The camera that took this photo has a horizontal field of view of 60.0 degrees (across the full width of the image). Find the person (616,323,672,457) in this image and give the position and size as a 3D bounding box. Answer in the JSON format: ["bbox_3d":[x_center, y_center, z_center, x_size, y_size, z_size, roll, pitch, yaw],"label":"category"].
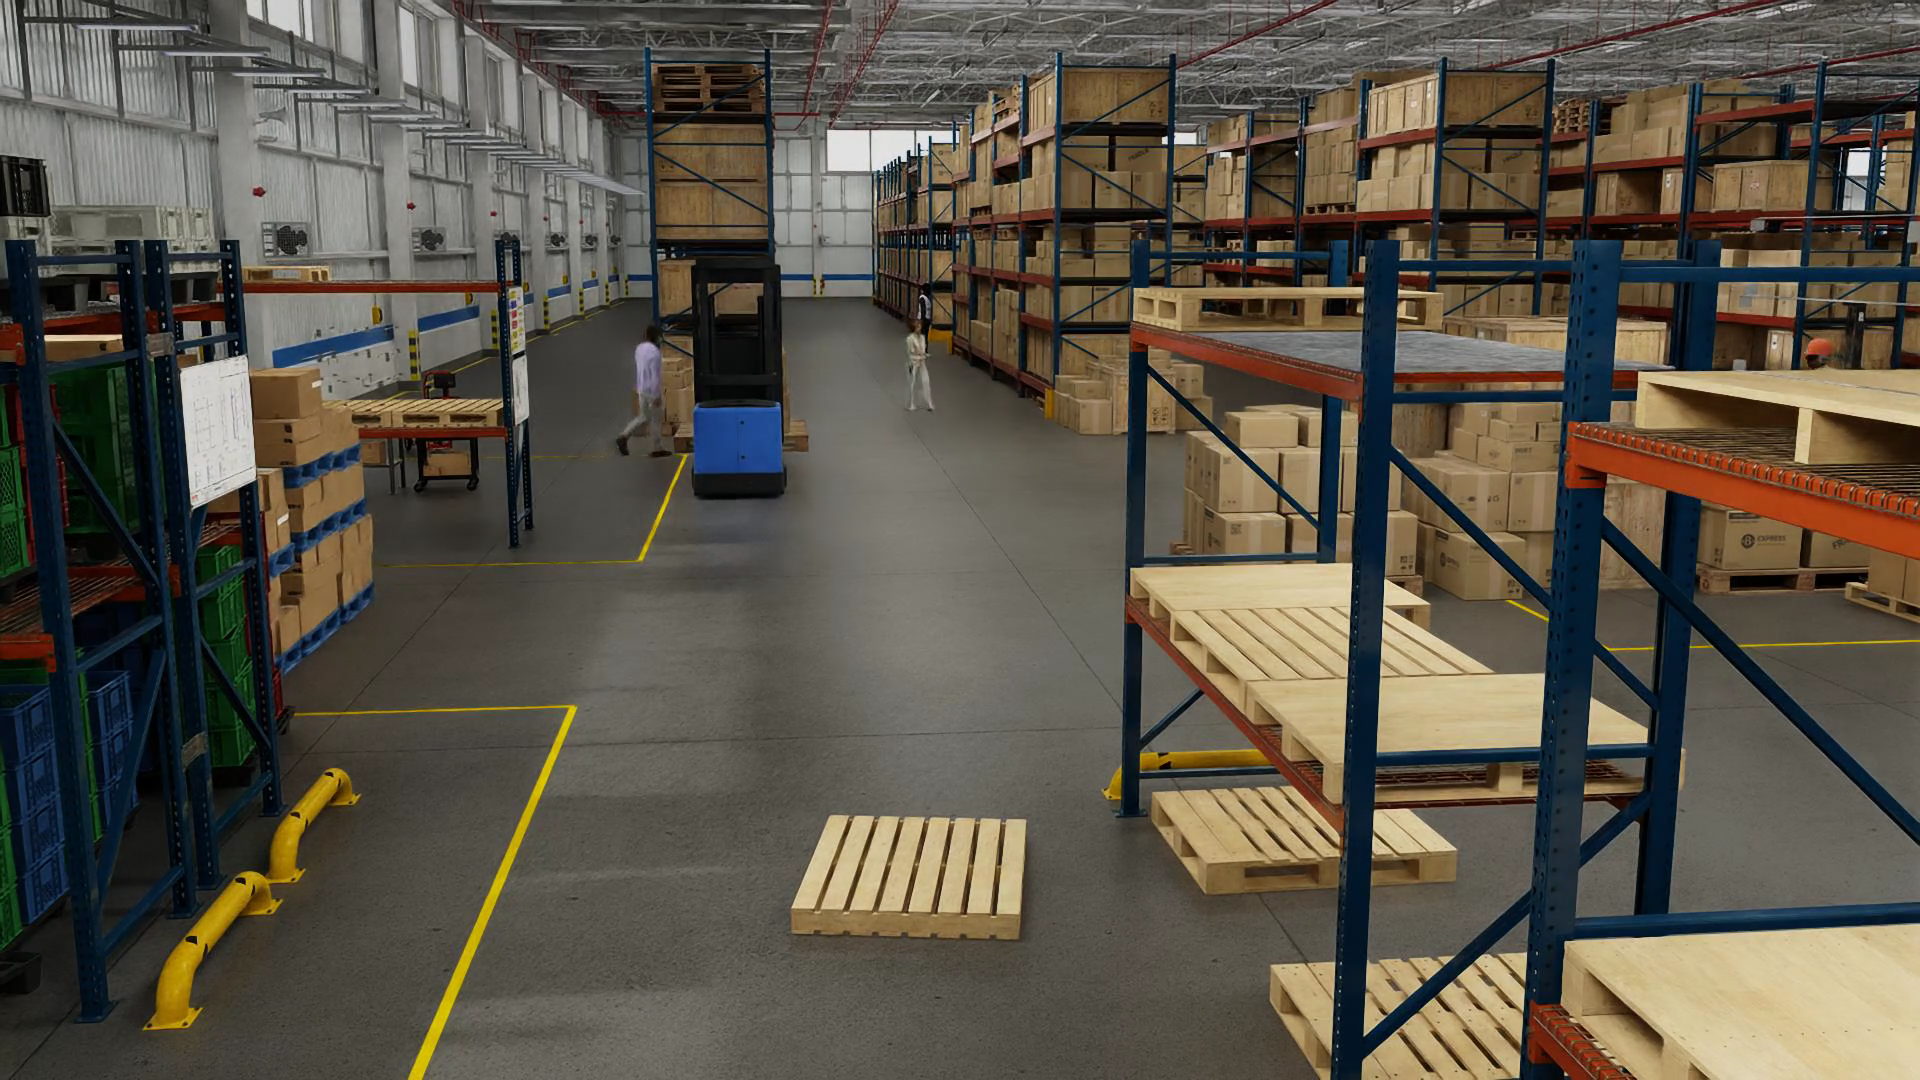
[{"bbox_3d":[-4.366,-2.056,23.052,0.755,1.900,0.655,-8,13,-38],"label":"person"}]

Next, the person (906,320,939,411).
[{"bbox_3d":[-0.695,-3.076,29.468,0.763,1.607,0.546,10,14,43],"label":"person"}]

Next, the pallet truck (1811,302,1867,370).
[{"bbox_3d":[15.846,-3.142,28.793,1.885,1.965,0.823,2,10,12],"label":"pallet truck"}]

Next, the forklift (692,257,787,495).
[{"bbox_3d":[-2.696,-2.029,20.179,1.129,2.768,1.873,-1,10,-6],"label":"forklift"}]

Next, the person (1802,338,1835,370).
[{"bbox_3d":[9.713,-1.297,18.717,1.000,1.956,0.618,2,10,11],"label":"person"}]

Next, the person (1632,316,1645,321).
[{"bbox_3d":[10.520,-2.552,25.927,1.018,1.850,0.669,-2,10,-12],"label":"person"}]

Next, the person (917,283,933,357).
[{"bbox_3d":[-0.911,-5.748,43.450,0.386,1.918,0.596,2,10,10],"label":"person"}]
